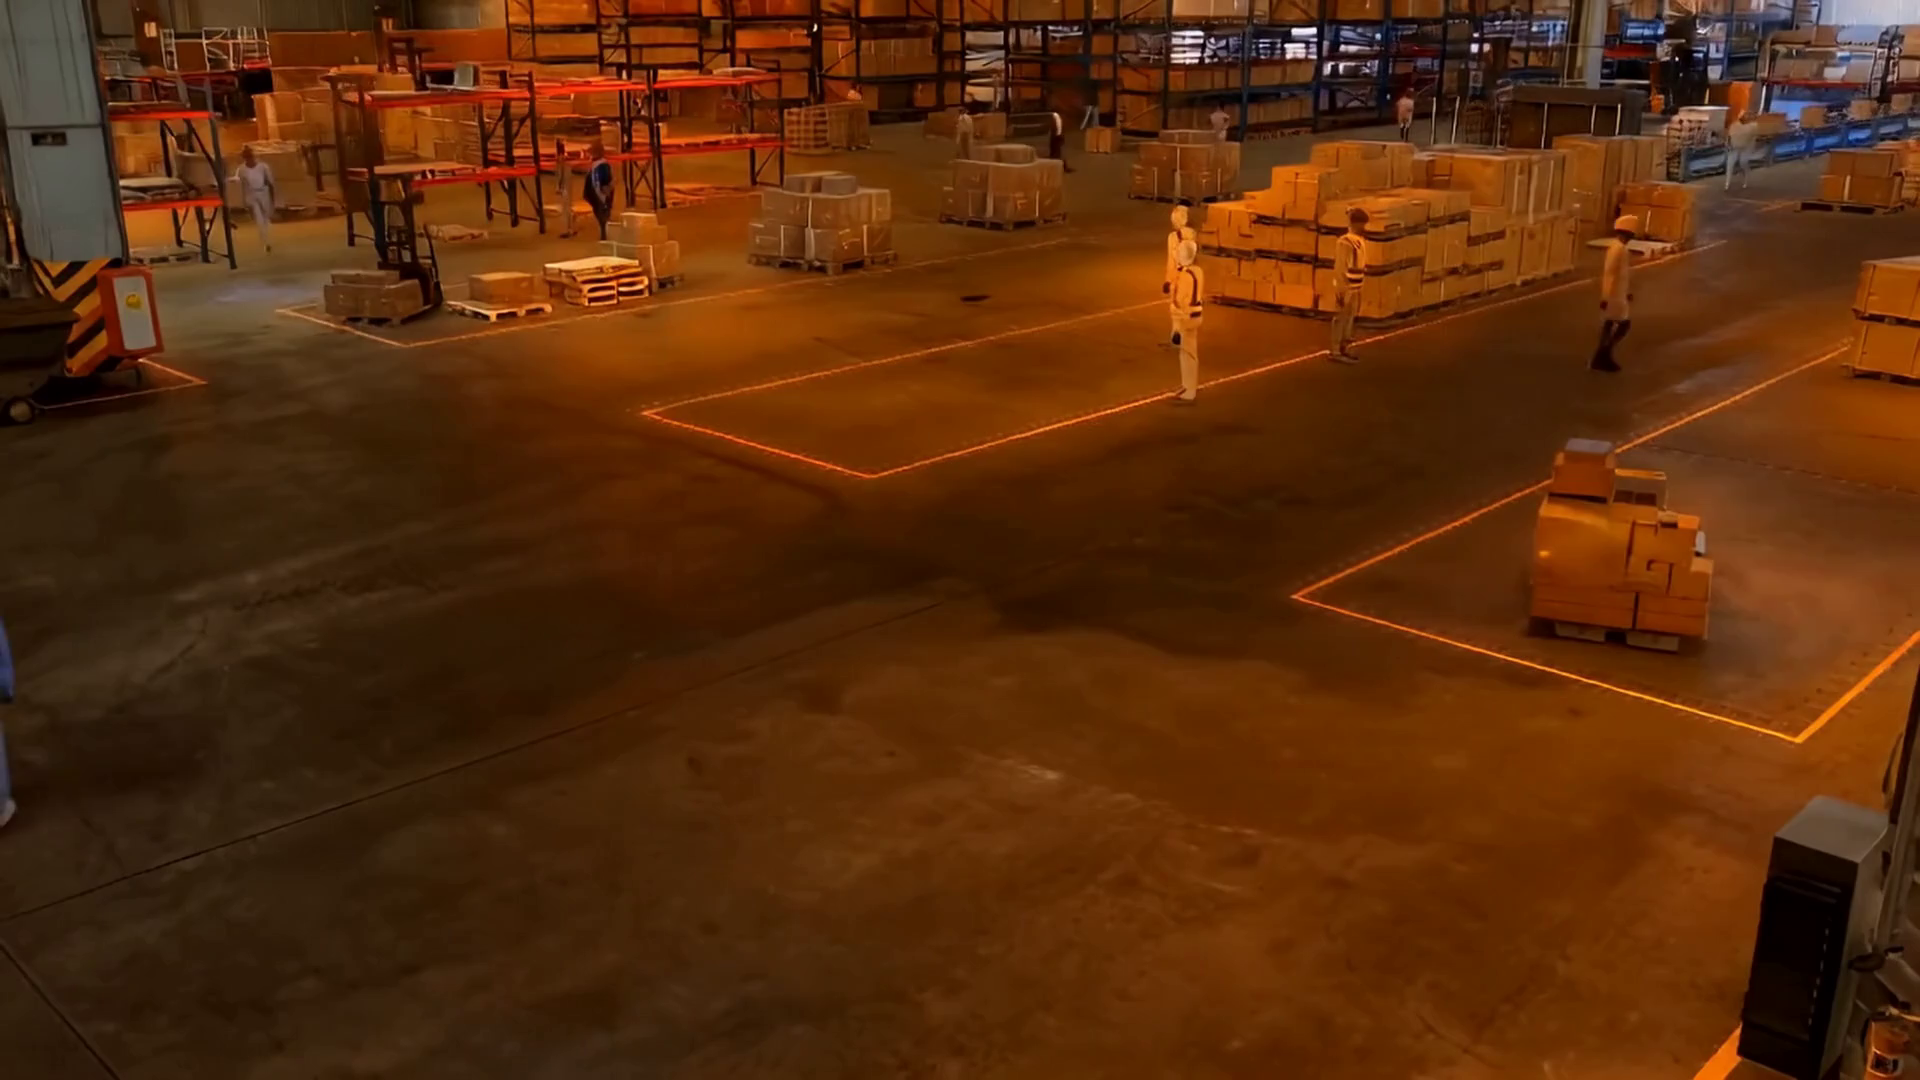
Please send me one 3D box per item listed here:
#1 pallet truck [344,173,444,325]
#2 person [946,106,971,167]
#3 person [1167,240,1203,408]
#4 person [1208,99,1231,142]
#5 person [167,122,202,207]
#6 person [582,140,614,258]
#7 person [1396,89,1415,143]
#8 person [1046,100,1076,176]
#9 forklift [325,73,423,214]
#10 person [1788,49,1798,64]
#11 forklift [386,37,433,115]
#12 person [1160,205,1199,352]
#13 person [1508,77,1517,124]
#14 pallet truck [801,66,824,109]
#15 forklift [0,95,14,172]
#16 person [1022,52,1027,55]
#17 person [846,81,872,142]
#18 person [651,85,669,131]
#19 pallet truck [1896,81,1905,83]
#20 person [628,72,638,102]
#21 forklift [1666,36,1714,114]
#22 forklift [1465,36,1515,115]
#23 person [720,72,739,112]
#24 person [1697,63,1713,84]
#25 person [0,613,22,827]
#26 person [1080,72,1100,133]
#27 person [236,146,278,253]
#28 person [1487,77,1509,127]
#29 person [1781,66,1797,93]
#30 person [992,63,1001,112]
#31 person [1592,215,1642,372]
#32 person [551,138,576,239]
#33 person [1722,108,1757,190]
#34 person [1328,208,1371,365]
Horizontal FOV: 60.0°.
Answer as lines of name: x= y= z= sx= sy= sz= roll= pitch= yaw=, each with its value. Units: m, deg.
pallet truck: x=-8.209 y=-4.181 z=23.757 sx=0.823 sy=1.965 sz=1.885 roll=3 pitch=19 yaw=9
person: x=0.060 y=-10.599 z=43.721 sx=0.857 sy=1.589 sz=0.534 roll=5 pitch=19 yaw=15
person: x=2.539 y=-2.419 z=18.631 sx=0.352 sy=1.881 sz=0.576 roll=7 pitch=20 yaw=21
person: x=6.422 y=-9.977 z=41.356 sx=0.617 sy=1.930 sz=1.002 roll=16 pitch=24 yaw=39
person: x=-16.766 y=-8.151 z=36.055 sx=0.616 sy=1.794 sz=0.983 roll=-2 pitch=18 yaw=-6
person: x=-6.267 y=-5.892 z=28.847 sx=0.537 sy=2.000 sz=0.679 roll=-4 pitch=19 yaw=-13
person: x=13.278 y=-12.590 z=49.570 sx=0.546 sy=1.685 sz=0.542 roll=6 pitch=19 yaw=18
person: x=2.503 y=-10.063 z=41.664 sx=0.960 sy=1.871 sz=0.608 roll=5 pitch=19 yaw=15
forklift: x=-12.573 y=-8.430 z=35.181 sx=1.129 sy=2.768 sz=1.873 roll=17 pitch=25 yaw=41
person: x=40.272 y=-22.843 z=80.407 sx=0.790 sy=1.734 sz=0.528 roll=-17 pitch=25 yaw=-41
forklift: x=-20.297 y=-16.875 z=60.624 sx=1.129 sy=2.768 sz=1.873 roll=4 pitch=19 yaw=10
person: x=2.841 y=-3.389 z=21.545 sx=0.354 sy=1.887 sz=0.573 roll=16 pitch=24 yaw=39
person: x=18.032 y=-14.252 z=54.467 sx=0.327 sy=1.765 sz=0.528 roll=6 pitch=19 yaw=17
pallet truck: x=-4.812 y=-15.182 z=56.903 sx=0.823 sy=1.965 sz=1.885 roll=-9 pitch=21 yaw=-26
forklift: x=-24.269 y=-10.815 z=42.365 sx=1.129 sy=2.768 sz=1.873 roll=17 pitch=25 yaw=41
person: x=2.917 y=-21.490 z=76.232 sx=0.633 sy=1.799 sz=0.955 roll=-5 pitch=19 yaw=-15
person: x=-3.067 y=-12.823 z=49.956 sx=1.050 sy=1.881 sz=0.635 roll=7 pitch=20 yaw=21
person: x=-9.904 y=-14.165 z=54.396 sx=0.738 sy=1.650 sz=0.540 roll=1 pitch=18 yaw=2
pallet truck: x=34.802 y=-16.331 z=61.455 sx=0.653 sy=1.274 sz=1.630 roll=17 pitch=25 yaw=41
person: x=-11.978 y=-16.176 z=60.439 sx=0.579 sy=1.645 sz=0.881 roll=-5 pitch=19 yaw=-15
forklift: x=27.341 y=-17.291 z=61.877 sx=1.129 sy=2.768 sz=1.873 roll=17 pitch=25 yaw=41
forklift: x=19.973 y=-17.201 z=61.605 sx=1.873 sy=2.768 sz=1.129 roll=16 pitch=24 yaw=40
person: x=-7.635 y=-14.648 z=55.474 sx=0.721 sy=1.885 sz=0.472 roll=-11 pitch=21 yaw=-30
person: x=28.903 y=-17.651 z=64.548 sx=0.991 sy=1.856 sz=0.673 roll=-13 pitch=22 yaw=-33
person: x=-5.450 y=0.766 z=9.082 sx=0.541 sy=1.851 sz=0.533 roll=-7 pitch=19 yaw=-19
person: x=4.296 y=-14.102 z=53.687 sx=0.802 sy=1.970 sz=0.634 roll=-11 pitch=21 yaw=-30
person: x=-12.533 y=-6.082 z=29.664 sx=0.646 sy=1.882 sz=0.647 roll=-13 pitch=23 yaw=-35
person: x=15.922 y=-12.673 z=49.286 sx=0.420 sy=2.032 sz=0.632 roll=-13 pitch=22 yaw=-33
person: x=33.203 y=-18.294 z=66.616 sx=0.625 sy=1.777 sz=0.945 roll=12 pitch=22 yaw=32
person: x=1.341 y=-16.364 z=60.554 sx=0.370 sy=1.940 sz=0.627 roll=3 pitch=19 yaw=8
person: x=8.076 y=-3.011 z=20.353 sx=0.521 sy=1.921 sz=0.556 roll=8 pitch=20 yaw=23
person: x=-7.474 y=-6.612 z=31.302 sx=0.322 sy=1.861 sz=0.520 roll=-2 pitch=19 yaw=-7
person: x=18.227 y=-9.129 z=38.854 sx=0.822 sy=1.883 sz=0.650 roll=-15 pitch=24 yaw=-38
person: x=4.892 y=-3.176 z=20.829 sx=0.421 sy=1.939 sz=0.602 roll=13 pitch=22 yaw=33
